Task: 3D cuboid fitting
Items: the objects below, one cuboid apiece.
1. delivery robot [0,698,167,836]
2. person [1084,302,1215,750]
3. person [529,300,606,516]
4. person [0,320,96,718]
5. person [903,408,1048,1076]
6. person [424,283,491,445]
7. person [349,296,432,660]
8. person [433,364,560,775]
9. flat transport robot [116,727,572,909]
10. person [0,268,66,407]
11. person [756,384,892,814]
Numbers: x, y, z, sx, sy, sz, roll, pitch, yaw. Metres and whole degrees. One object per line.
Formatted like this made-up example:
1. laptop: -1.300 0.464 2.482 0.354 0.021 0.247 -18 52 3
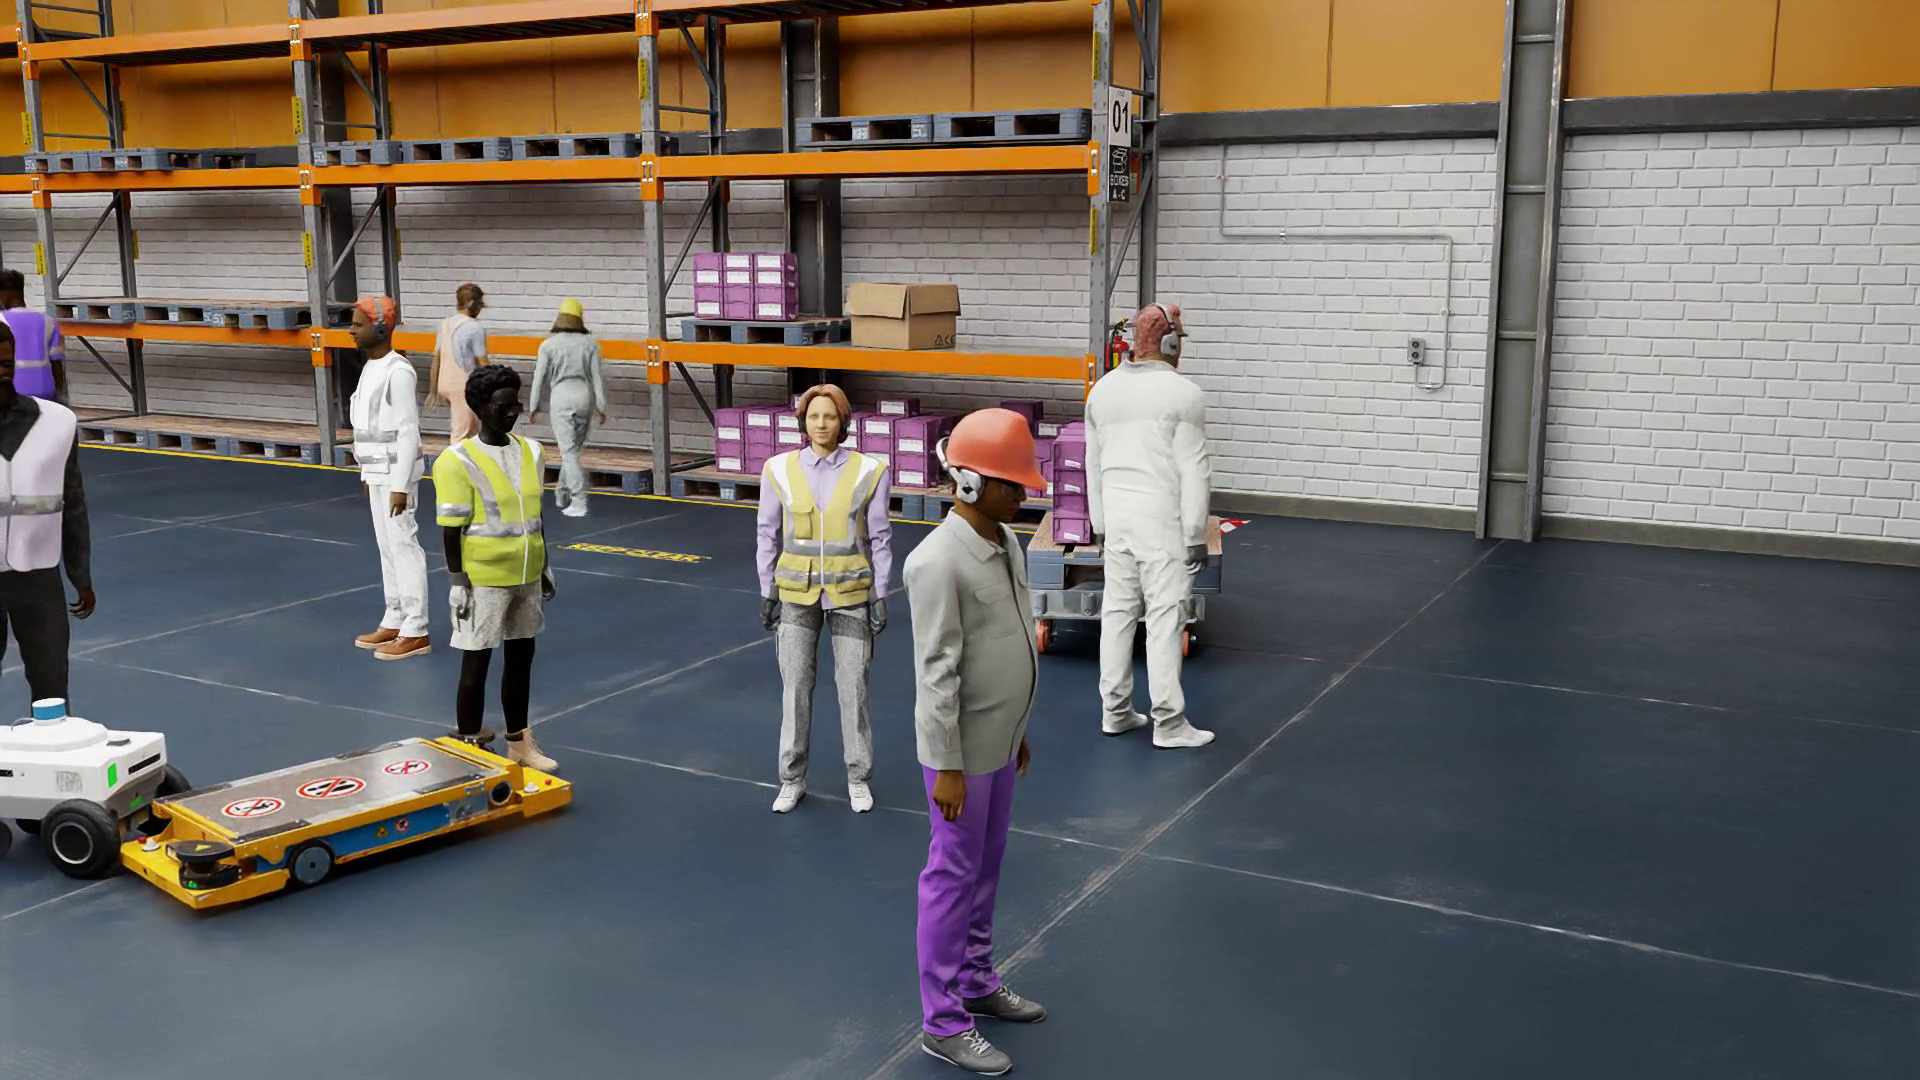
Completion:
1. delivery robot: -3.204 0.804 5.883 0.707 0.478 0.477 2 11 8
2. person: 0.835 -0.060 7.168 0.400 1.910 0.643 -9 13 -40
3. person: -3.129 -1.059 13.239 0.567 1.674 0.860 -6 12 -28
4. person: -3.498 0.139 6.092 0.407 1.909 0.593 9 14 41
5. person: 0.061 0.518 4.435 0.332 1.746 0.559 4 11 20
6. person: -4.073 -1.183 13.611 0.509 1.818 0.476 9 14 41
7. person: -2.982 -0.322 8.671 0.354 1.883 0.572 -7 12 -34
8. person: -1.824 0.148 6.603 0.316 1.696 0.541 7 12 32
9. flat transport robot: -2.201 0.966 6.030 0.652 0.197 1.431 9 14 41
10. person: -7.466 -1.199 13.326 0.708 1.940 0.608 7 13 34
11. person: -0.513 0.225 6.328 0.514 1.644 0.308 0 10 0
